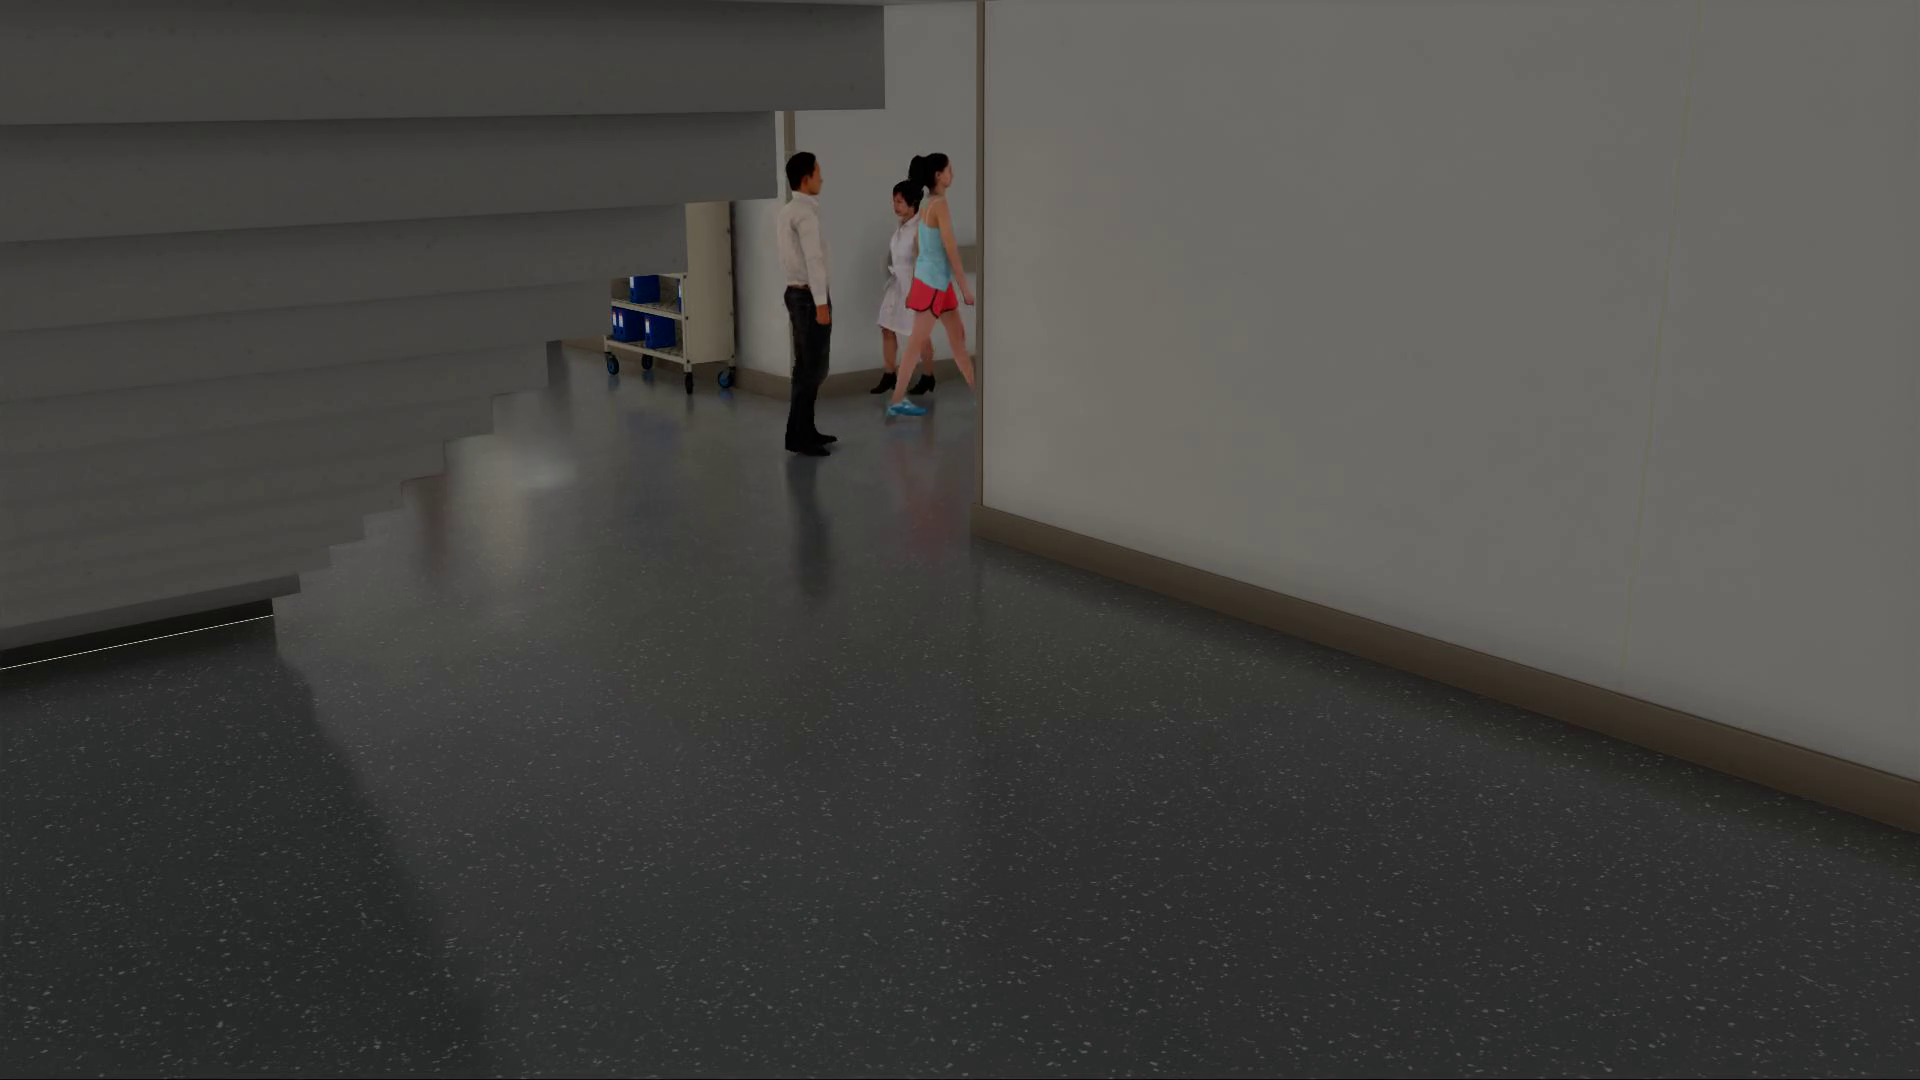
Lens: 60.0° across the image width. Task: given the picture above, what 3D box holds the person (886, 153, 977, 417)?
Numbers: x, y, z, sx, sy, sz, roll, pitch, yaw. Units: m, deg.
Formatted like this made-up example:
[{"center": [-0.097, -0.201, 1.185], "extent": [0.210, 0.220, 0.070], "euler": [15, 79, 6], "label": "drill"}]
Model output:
[{"center": [-0.257, -1.637, 11.006], "extent": [0.958, 1.721, 1.120], "euler": [-4, 16, -13], "label": "person"}]

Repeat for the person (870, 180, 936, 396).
[{"center": [-0.270, -1.773, 11.845], "extent": [0.685, 1.528, 0.683], "euler": [-8, 18, -27], "label": "person"}]

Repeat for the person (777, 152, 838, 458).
[{"center": [-0.955, -1.439, 10.123], "extent": [0.821, 1.819, 0.685], "euler": [-6, 17, -21], "label": "person"}]
